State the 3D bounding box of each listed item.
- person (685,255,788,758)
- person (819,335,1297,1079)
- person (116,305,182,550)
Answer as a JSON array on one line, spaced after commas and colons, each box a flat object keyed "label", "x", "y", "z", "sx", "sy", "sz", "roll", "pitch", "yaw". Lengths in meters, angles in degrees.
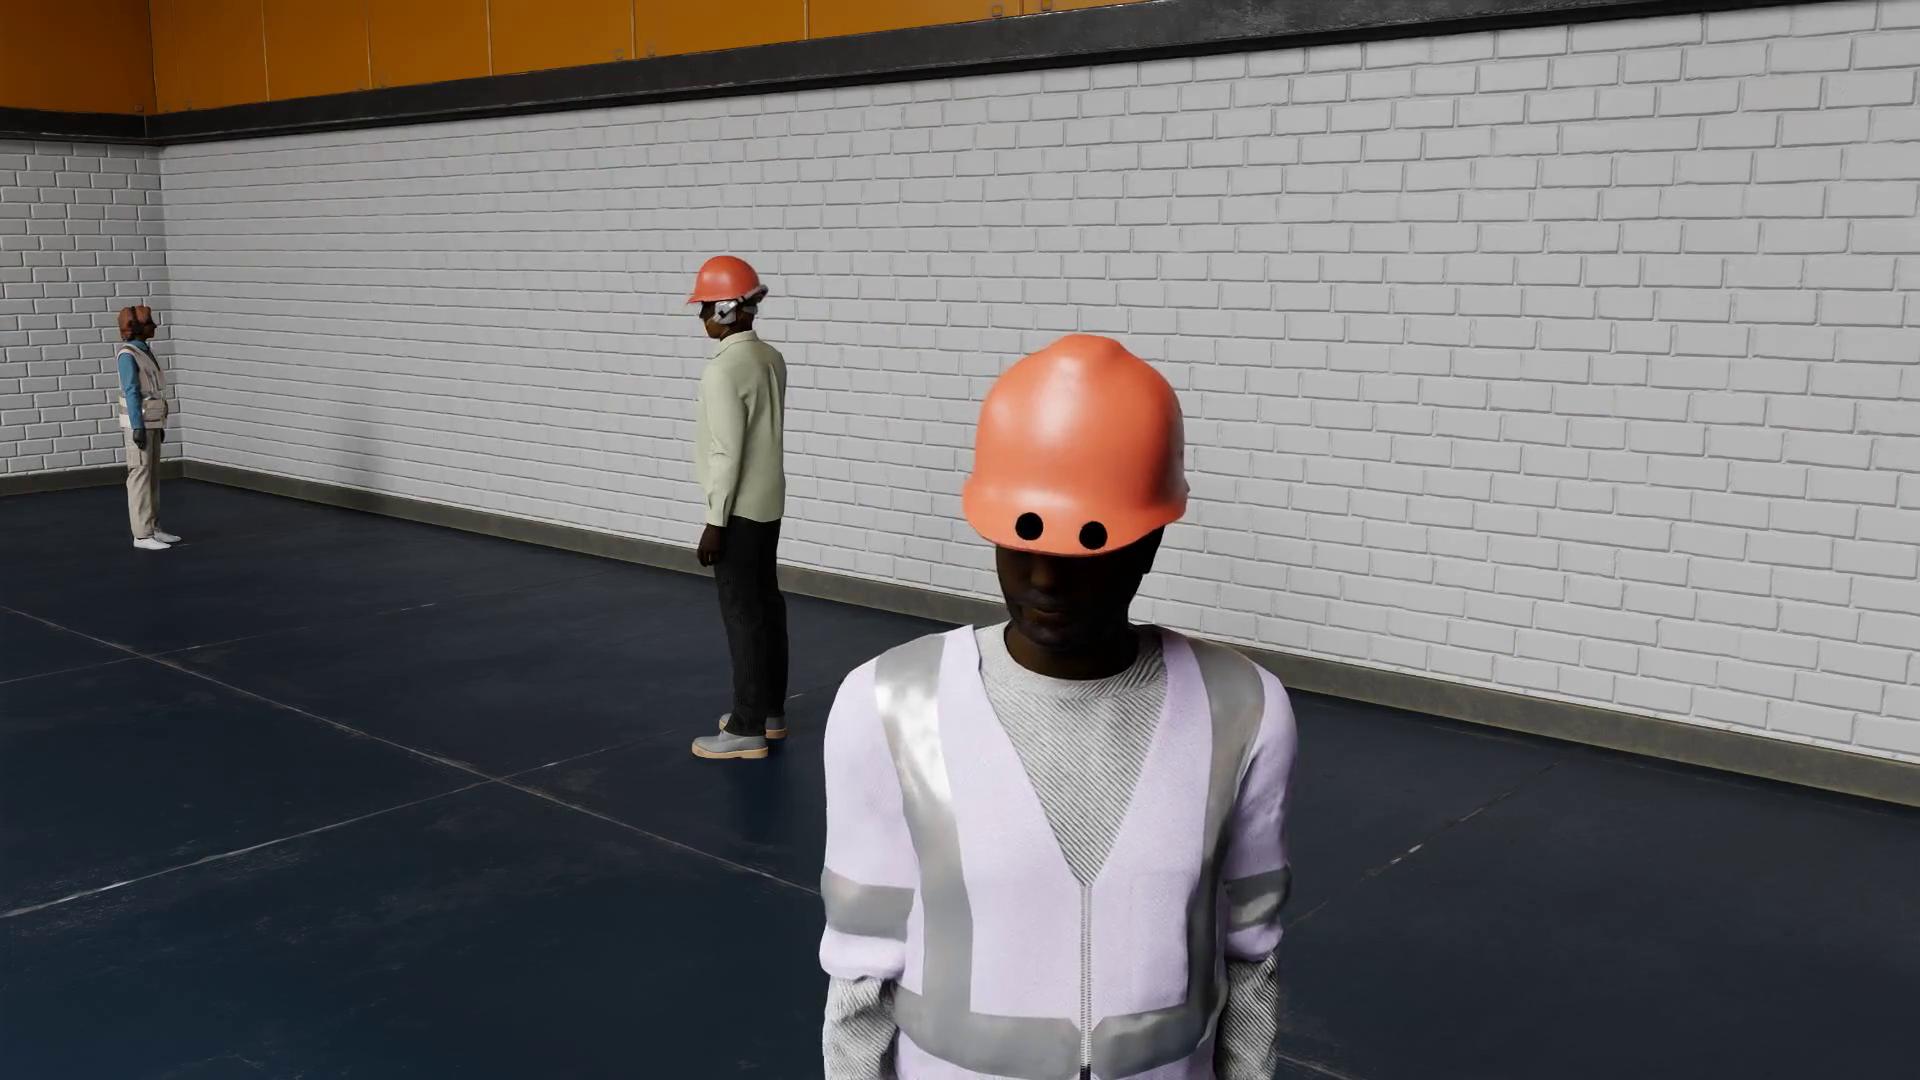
[{"label": "person", "x": -0.881, "y": -0.126, "z": 6.632, "sx": 0.382, "sy": 1.994, "sz": 0.608, "roll": 2, "pitch": 10, "yaw": 13}, {"label": "person", "x": 0.118, "y": 0.736, "z": 1.900, "sx": 0.544, "sy": 1.933, "sz": 0.376, "roll": -1, "pitch": 10, "yaw": -8}, {"label": "person", "x": -5.506, "y": -0.759, "z": 11.231, "sx": 0.306, "sy": 1.645, "sz": 0.521, "roll": -2, "pitch": 10, "yaw": -12}]
